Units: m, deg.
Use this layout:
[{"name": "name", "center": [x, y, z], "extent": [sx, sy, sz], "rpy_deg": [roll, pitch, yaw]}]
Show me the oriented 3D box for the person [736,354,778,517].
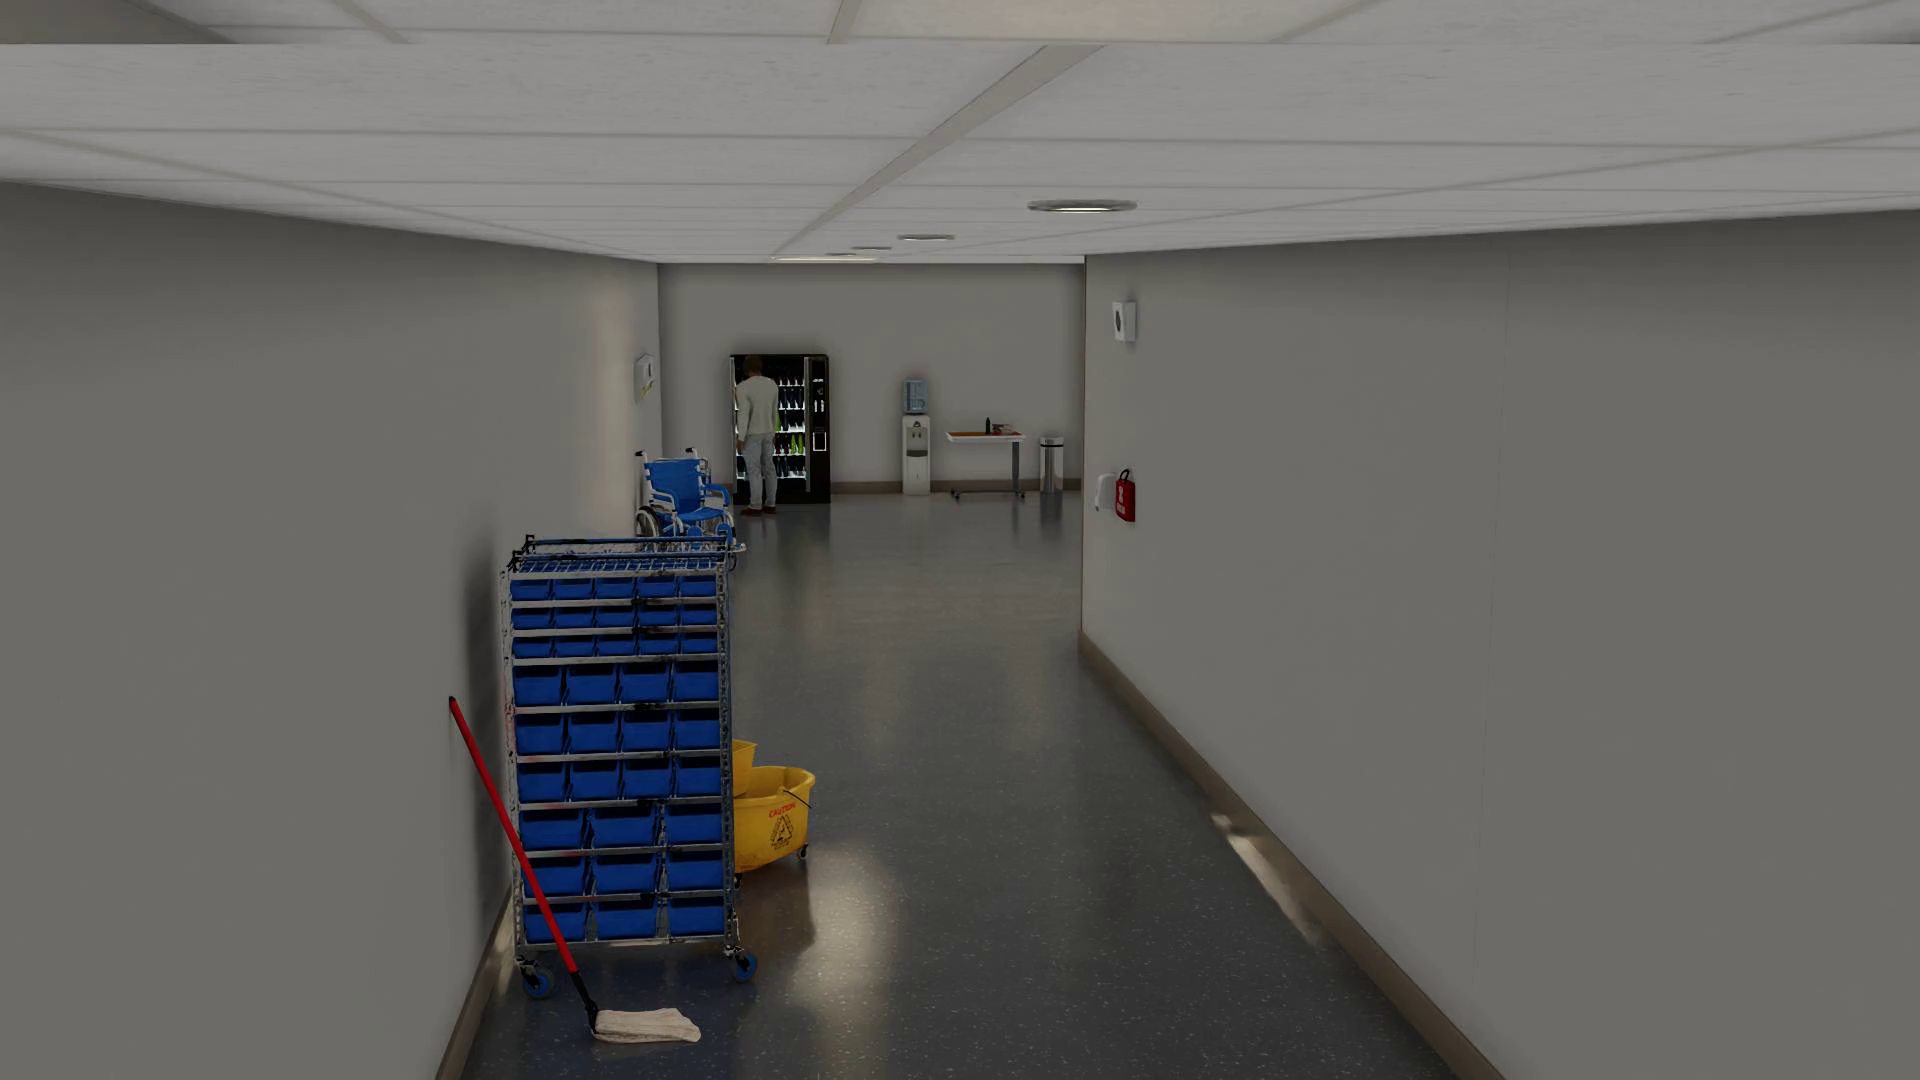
[{"name": "person", "center": [-2.422, -1.243, 19.804], "extent": [0.375, 1.936, 0.628], "rpy_deg": [7, 12, 38]}]
